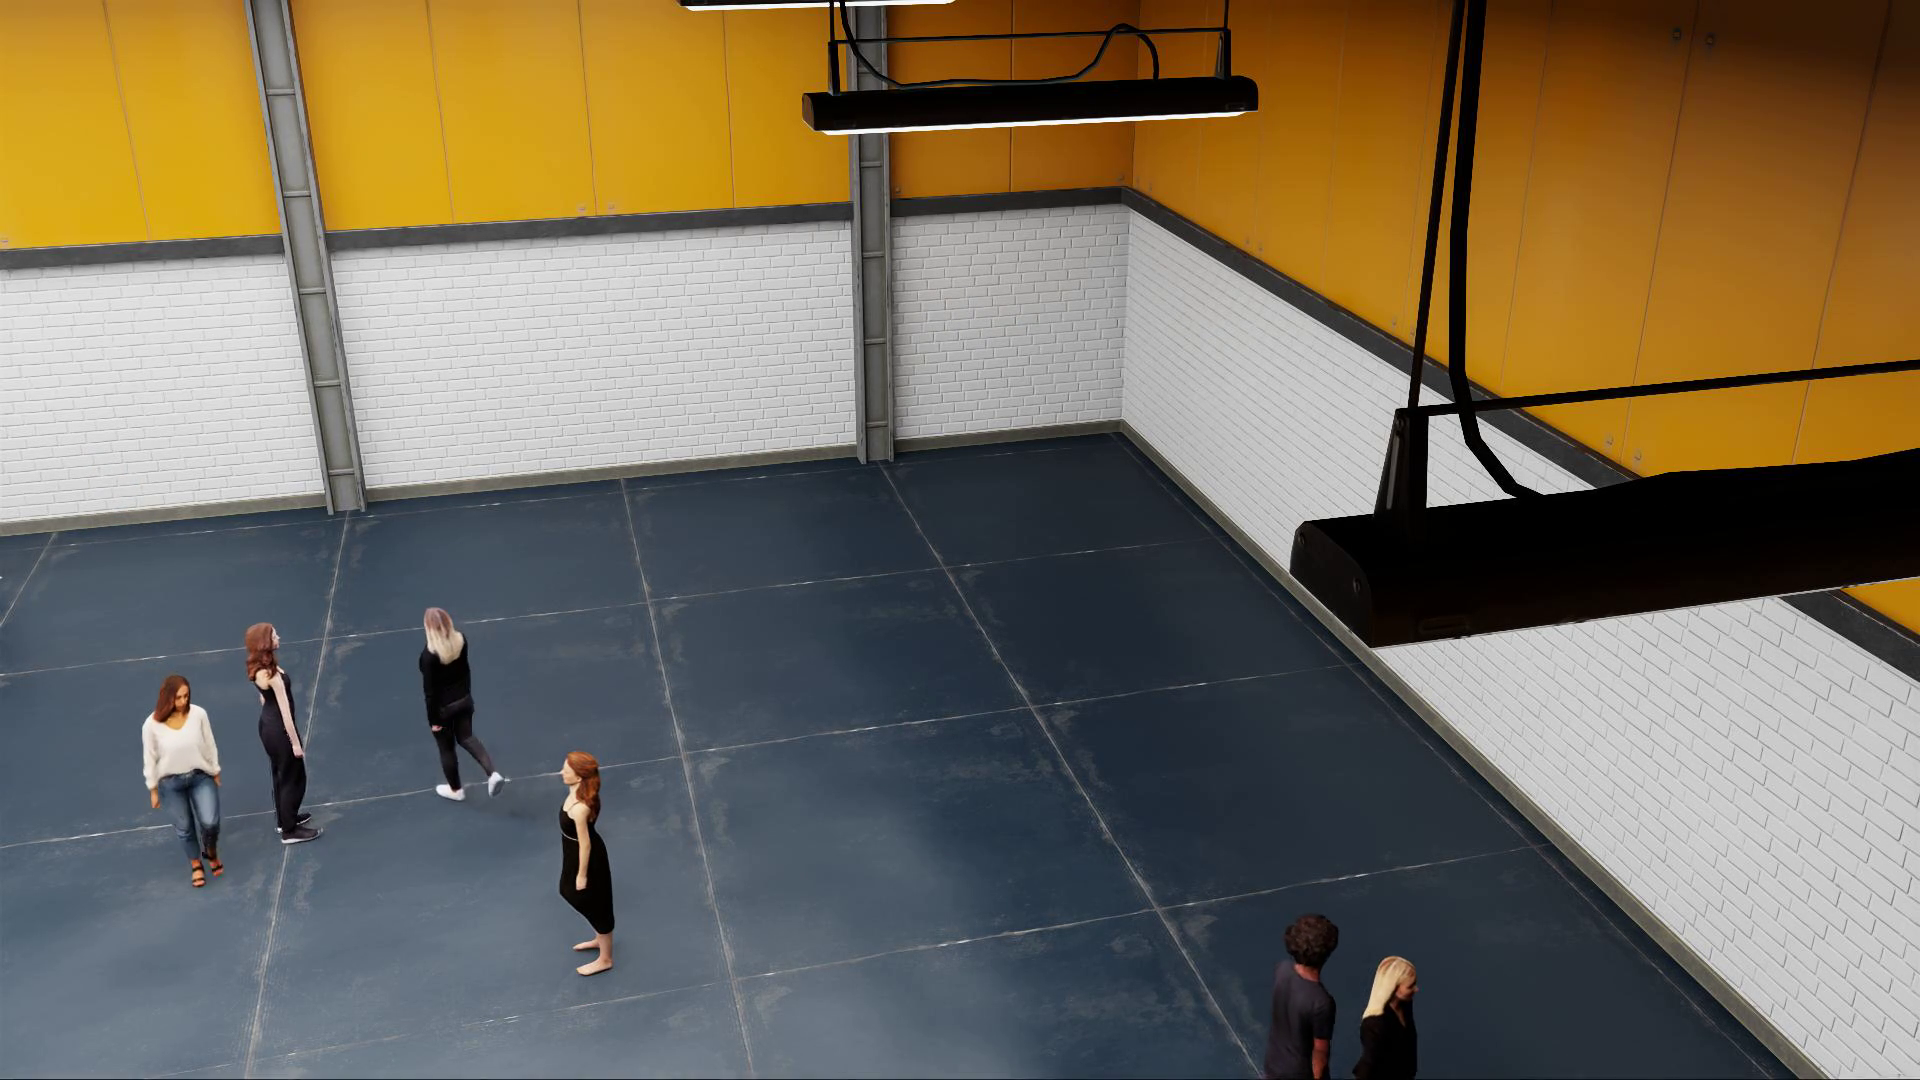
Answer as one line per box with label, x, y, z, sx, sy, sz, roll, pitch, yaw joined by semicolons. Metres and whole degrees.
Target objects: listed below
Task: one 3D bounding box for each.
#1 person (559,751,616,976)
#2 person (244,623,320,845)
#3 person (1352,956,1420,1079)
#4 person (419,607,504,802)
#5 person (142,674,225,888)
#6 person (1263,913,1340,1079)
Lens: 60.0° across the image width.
person;-2.427;2.089;10.865;0.567;1.624;0.575;-4;24;-10
person;-5.036;1.411;12.265;0.674;1.744;0.680;-18;29;-35
person;2.118;2.930;8.723;1.123;1.798;1.066;13;27;28
person;-3.800;1.288;12.632;0.999;1.675;0.941;13;27;27
person;-5.492;1.667;11.780;0.589;1.665;0.744;-10;25;-21
person;1.762;2.834;8.991;1.054;1.759;0.789;-12;26;-25
